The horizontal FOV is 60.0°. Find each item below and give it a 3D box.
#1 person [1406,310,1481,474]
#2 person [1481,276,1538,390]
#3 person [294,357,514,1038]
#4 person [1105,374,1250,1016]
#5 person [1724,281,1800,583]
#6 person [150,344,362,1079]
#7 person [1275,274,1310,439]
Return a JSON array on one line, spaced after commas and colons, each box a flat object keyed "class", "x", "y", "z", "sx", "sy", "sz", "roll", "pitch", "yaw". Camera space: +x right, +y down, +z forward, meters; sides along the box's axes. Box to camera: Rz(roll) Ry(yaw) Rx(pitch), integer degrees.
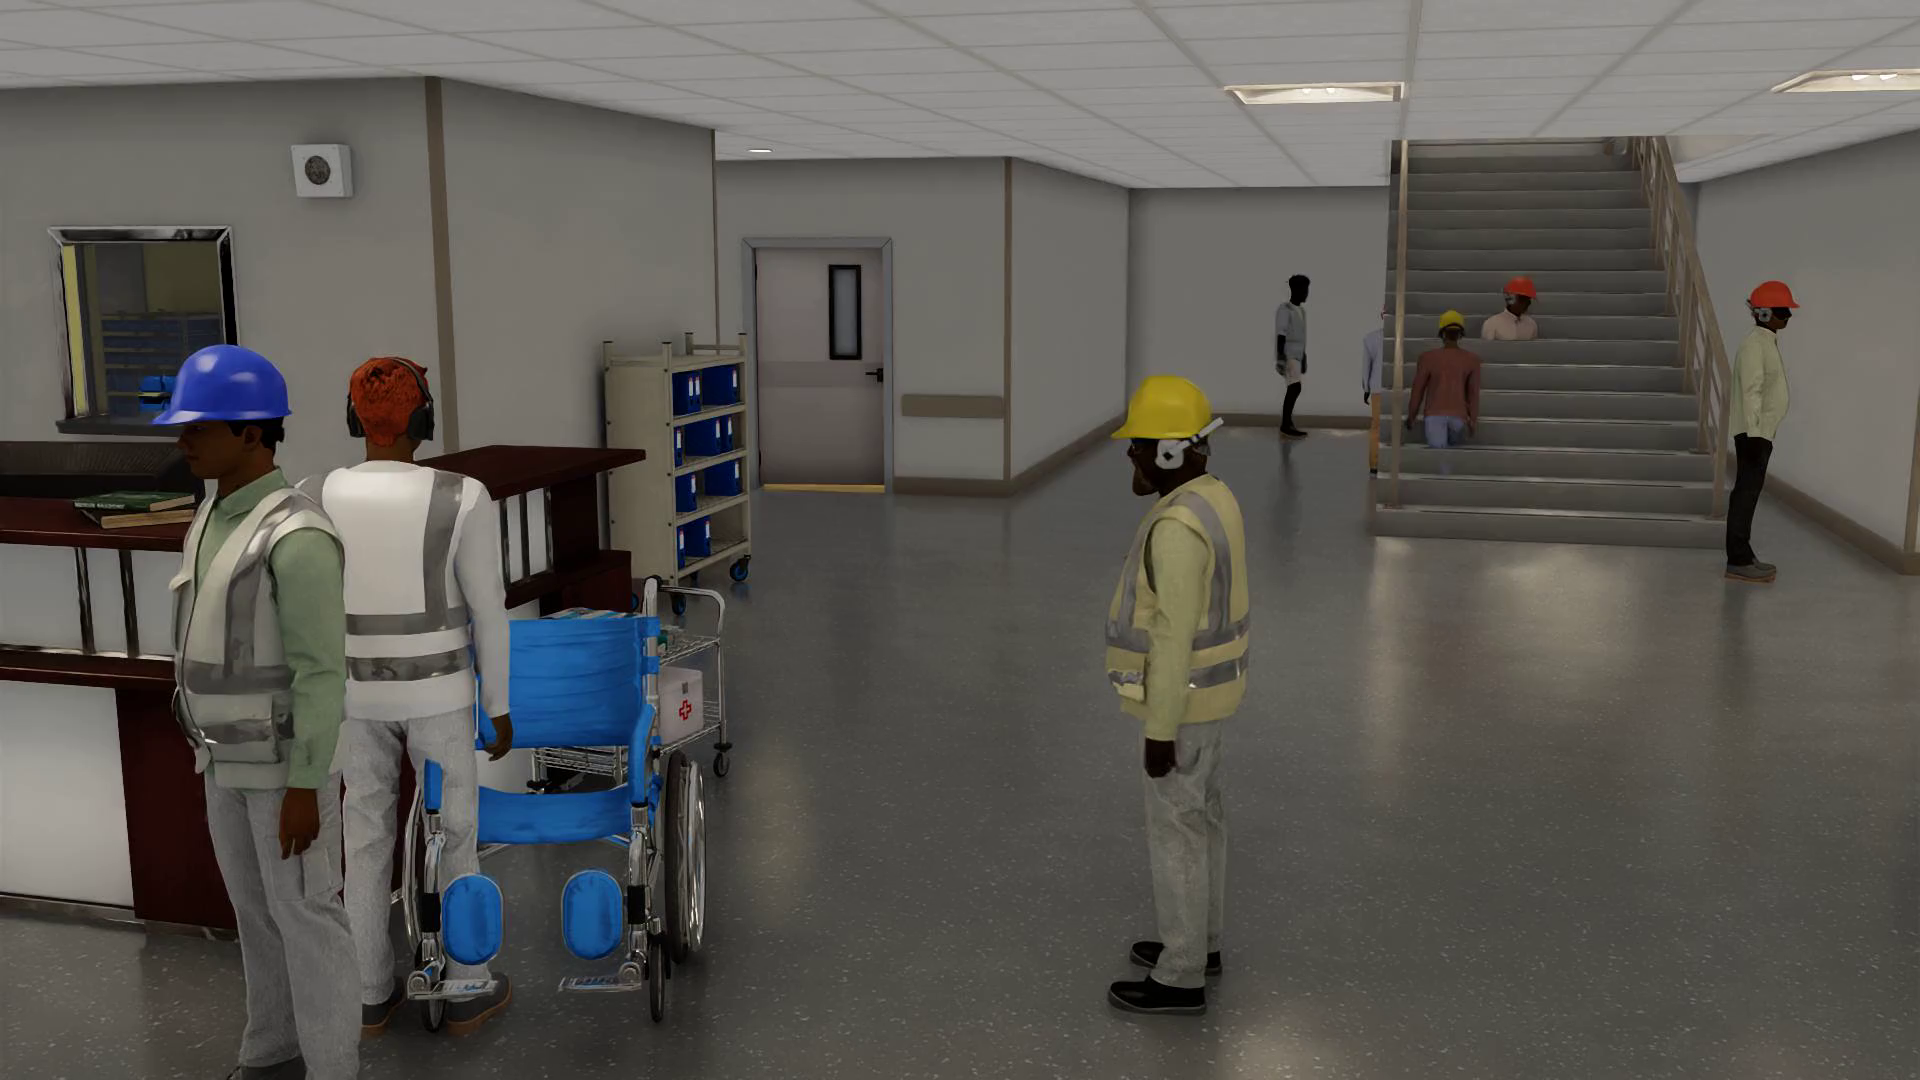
[{"class": "person", "x": 3.977, "y": -1.012, "z": 13.606, "sx": 0.530, "sy": 1.724, "sz": 0.894, "roll": -1, "pitch": 10, "yaw": -5}, {"class": "person", "x": 4.921, "y": -1.362, "z": 14.898, "sx": 0.635, "sy": 1.988, "sz": 0.403, "roll": -5, "pitch": 11, "yaw": -27}, {"class": "person", "x": -1.521, "y": 0.441, "z": 4.575, "sx": 0.584, "sy": 1.882, "sz": 0.347, "roll": 0, "pitch": 10, "yaw": -1}, {"class": "person", "x": 0.616, "y": 0.440, "z": 4.772, "sx": 0.403, "sy": 1.824, "sz": 0.596, "roll": 3, "pitch": 10, "yaw": 17}, {"class": "person", "x": 5.341, "y": -0.726, "z": 11.123, "sx": 0.377, "sy": 1.995, "sz": 0.608, "roll": 6, "pitch": 11, "yaw": 30}, {"class": "person", "x": -1.666, "y": 0.510, "z": 3.981, "sx": 0.604, "sy": 1.949, "sz": 0.384, "roll": 9, "pitch": 13, "yaw": 42}, {"class": "person", "x": 3.956, "y": -2.164, "z": 19.700, "sx": 0.437, "sy": 1.950, "sz": 0.659, "roll": 6, "pitch": 11, "yaw": 33}]
